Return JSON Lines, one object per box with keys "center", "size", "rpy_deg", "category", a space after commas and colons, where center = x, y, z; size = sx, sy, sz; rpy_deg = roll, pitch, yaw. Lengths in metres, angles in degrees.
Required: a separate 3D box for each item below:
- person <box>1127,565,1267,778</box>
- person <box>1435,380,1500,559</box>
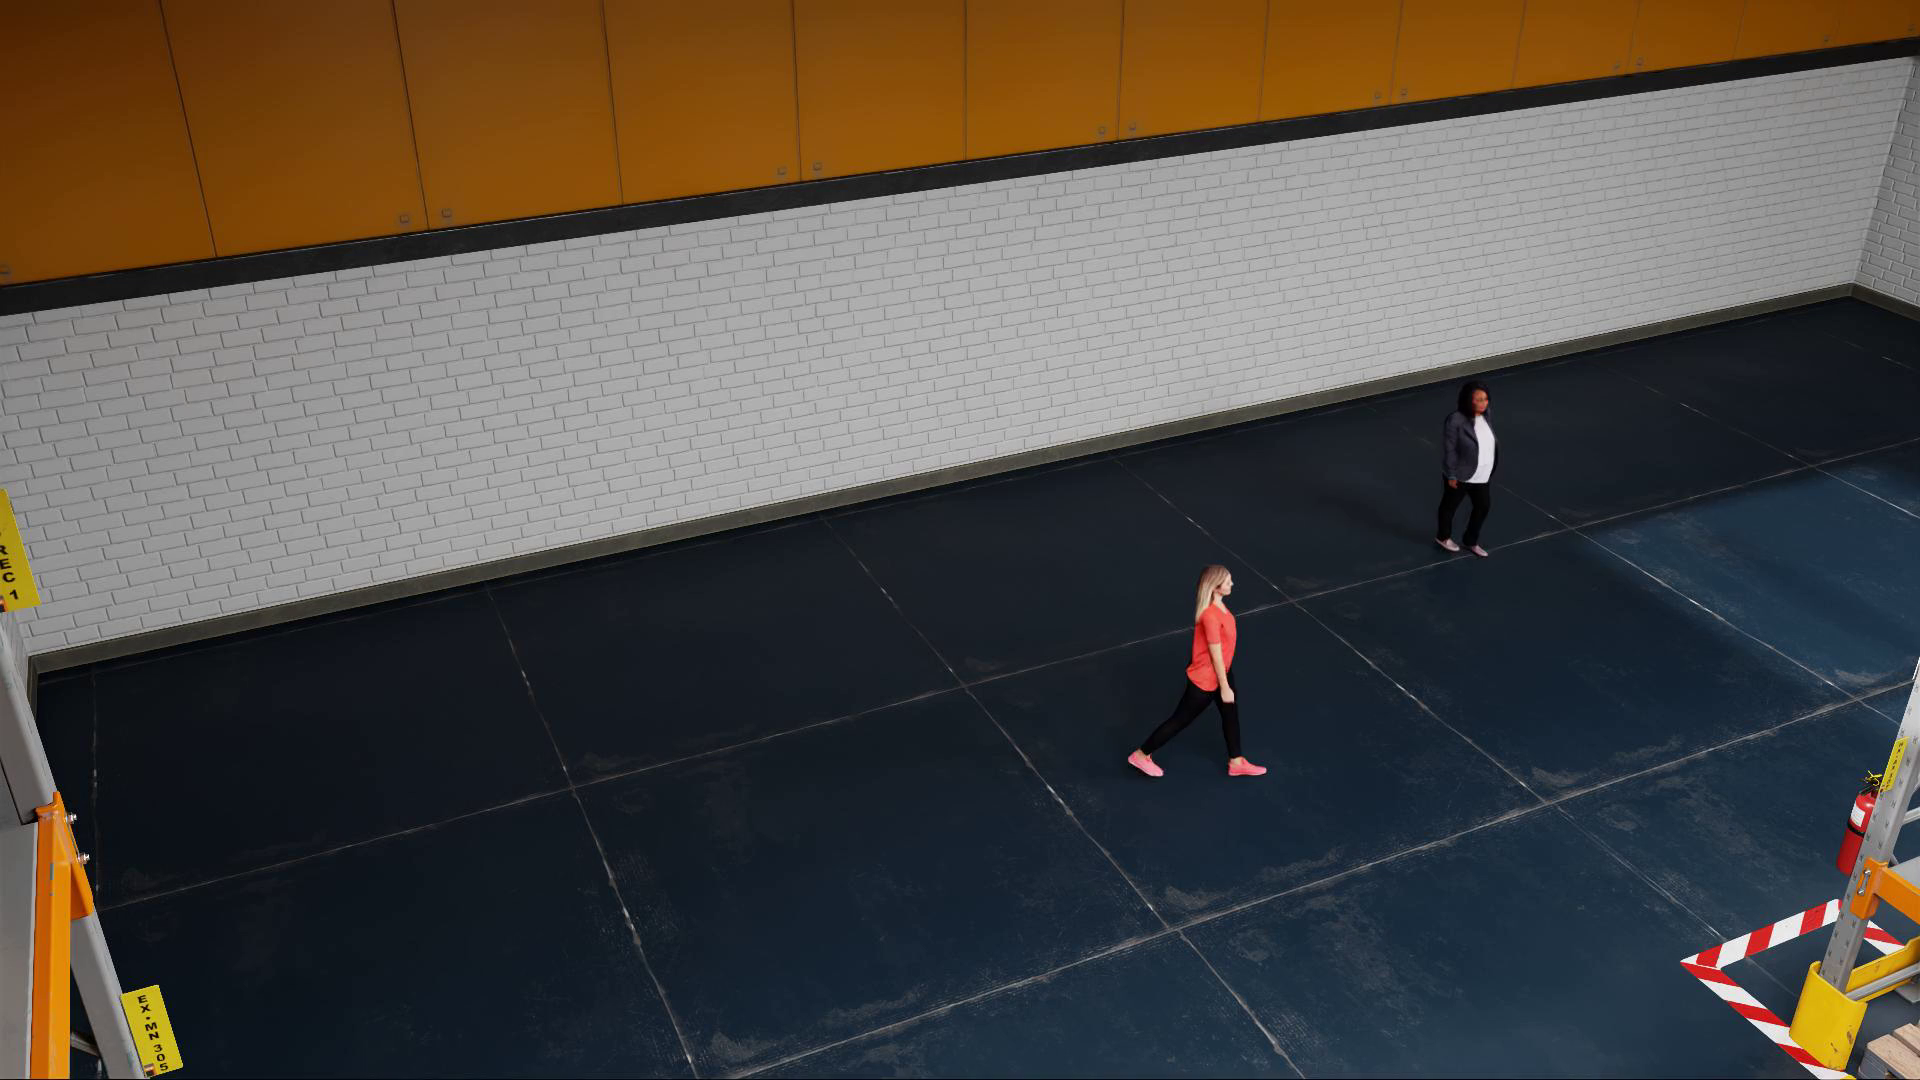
{"center": [1.566, 0.940, 11.222], "size": [1.120, 1.654, 1.165], "rpy_deg": [5, 29, 10], "category": "person"}
{"center": [4.254, -0.624, 14.169], "size": [0.698, 1.579, 0.725], "rpy_deg": [-16, 32, -26], "category": "person"}
